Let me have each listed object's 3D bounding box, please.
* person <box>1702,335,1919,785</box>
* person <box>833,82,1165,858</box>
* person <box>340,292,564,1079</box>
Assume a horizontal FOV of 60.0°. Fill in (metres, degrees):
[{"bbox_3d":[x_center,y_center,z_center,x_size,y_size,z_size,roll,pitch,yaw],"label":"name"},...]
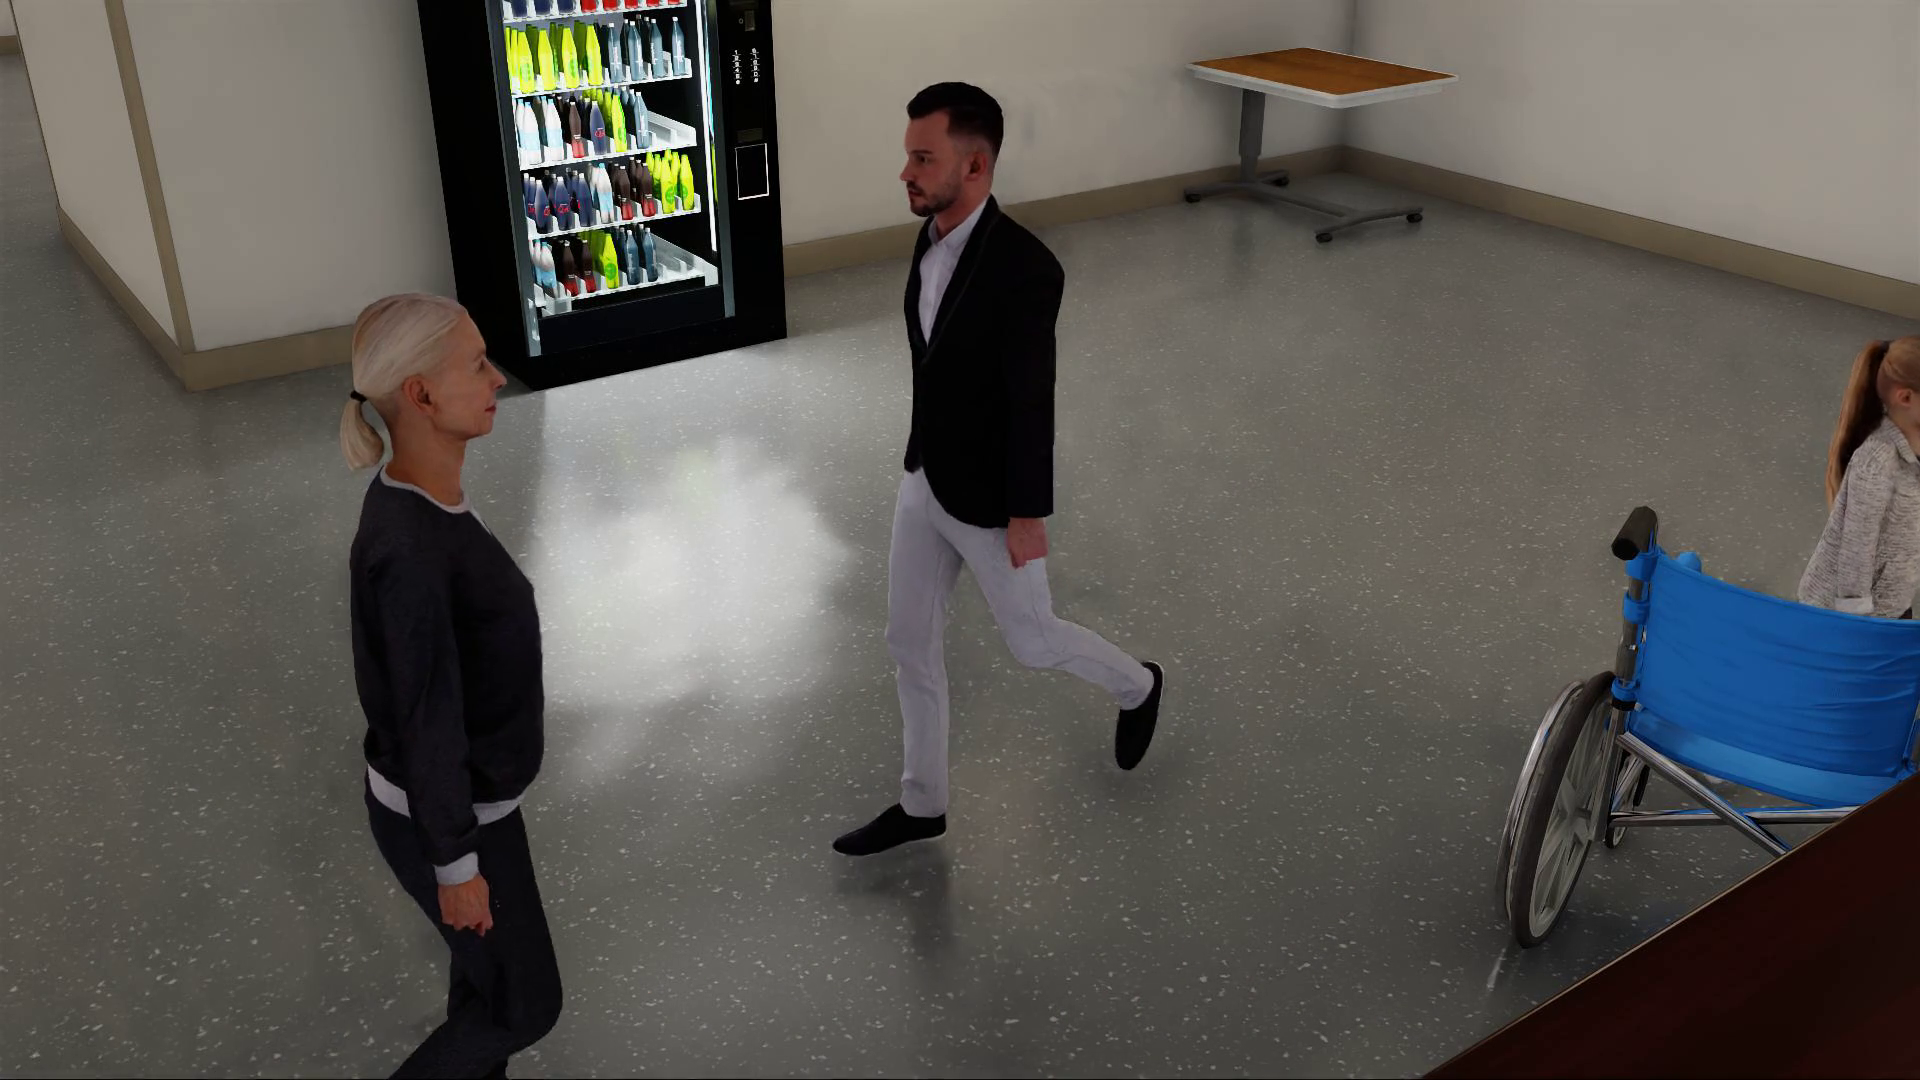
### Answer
[{"bbox_3d":[2.097,0.112,3.989,0.697,1.262,0.561,-18,31,-33],"label":"person"},{"bbox_3d":[0.130,-0.123,3.860,1.192,1.804,0.733,-15,30,-28],"label":"person"},{"bbox_3d":[-0.932,0.435,2.802,0.807,1.718,0.757,-9,27,-18],"label":"person"}]
